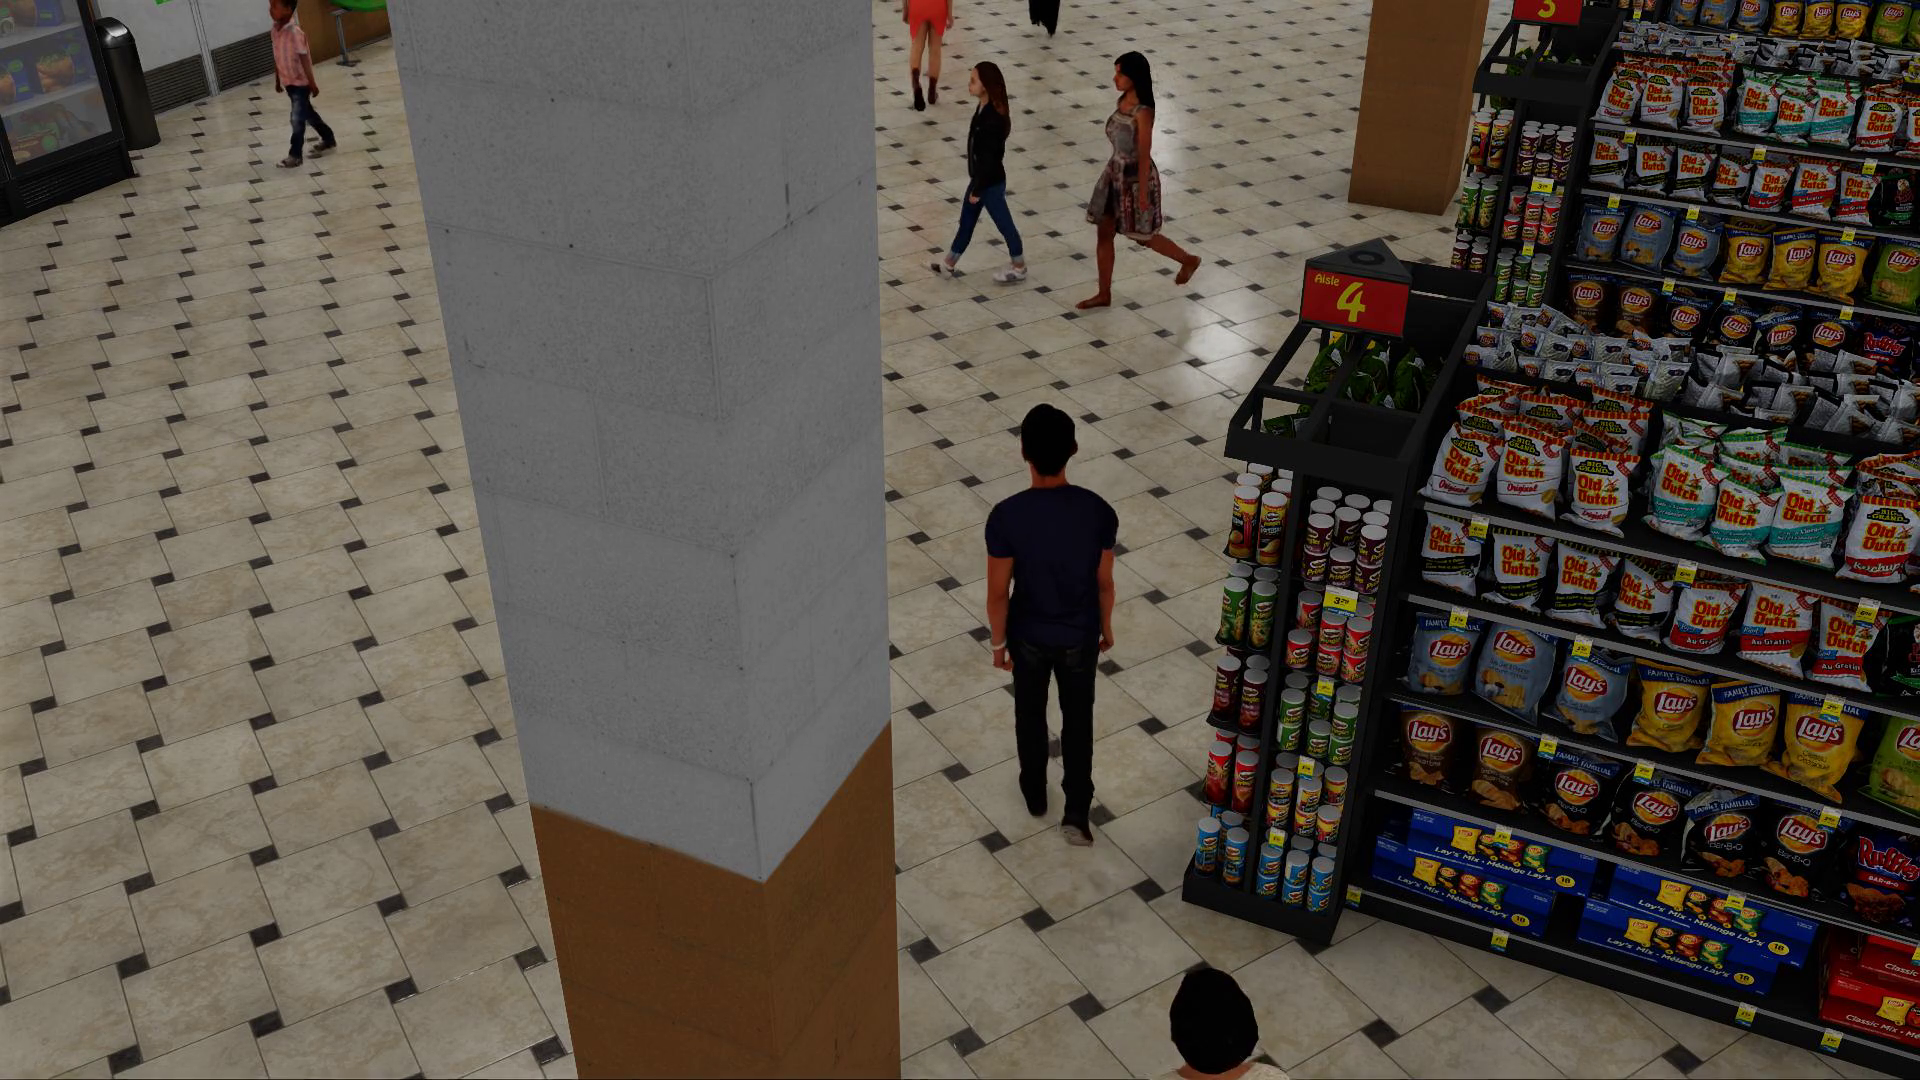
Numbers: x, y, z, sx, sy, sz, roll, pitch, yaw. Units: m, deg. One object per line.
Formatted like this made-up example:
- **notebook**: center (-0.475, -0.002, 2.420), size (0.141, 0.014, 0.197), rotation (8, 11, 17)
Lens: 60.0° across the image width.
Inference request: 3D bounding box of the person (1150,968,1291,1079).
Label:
- **person**: center (0.604, 1.726, 4.056), size (1.033, 1.548, 0.969), rotation (-3, 32, -5)

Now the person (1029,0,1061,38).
- **person**: center (0.839, -5.577, 15.762), size (0.833, 1.580, 0.846), rotation (-1, 32, -1)

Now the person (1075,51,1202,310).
- **person**: center (1.139, -2.199, 10.297), size (1.108, 1.617, 1.064), rotation (-11, 34, -17)

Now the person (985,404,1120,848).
- **person**: center (0.350, 0.381, 6.001), size (0.977, 1.776, 0.948), rotation (-2, 32, -3)

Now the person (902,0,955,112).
- **person**: center (-0.275, -4.370, 13.708), size (1.004, 1.700, 0.862), rotation (3, 32, 5)

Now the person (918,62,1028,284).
- **person**: center (0.250, -2.305, 10.632), size (1.033, 1.445, 0.908), rotation (-6, 32, -9)

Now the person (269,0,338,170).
- **person**: center (-5.057, -3.554, 12.793), size (0.826, 1.281, 0.704), rotation (22, 38, 31)
